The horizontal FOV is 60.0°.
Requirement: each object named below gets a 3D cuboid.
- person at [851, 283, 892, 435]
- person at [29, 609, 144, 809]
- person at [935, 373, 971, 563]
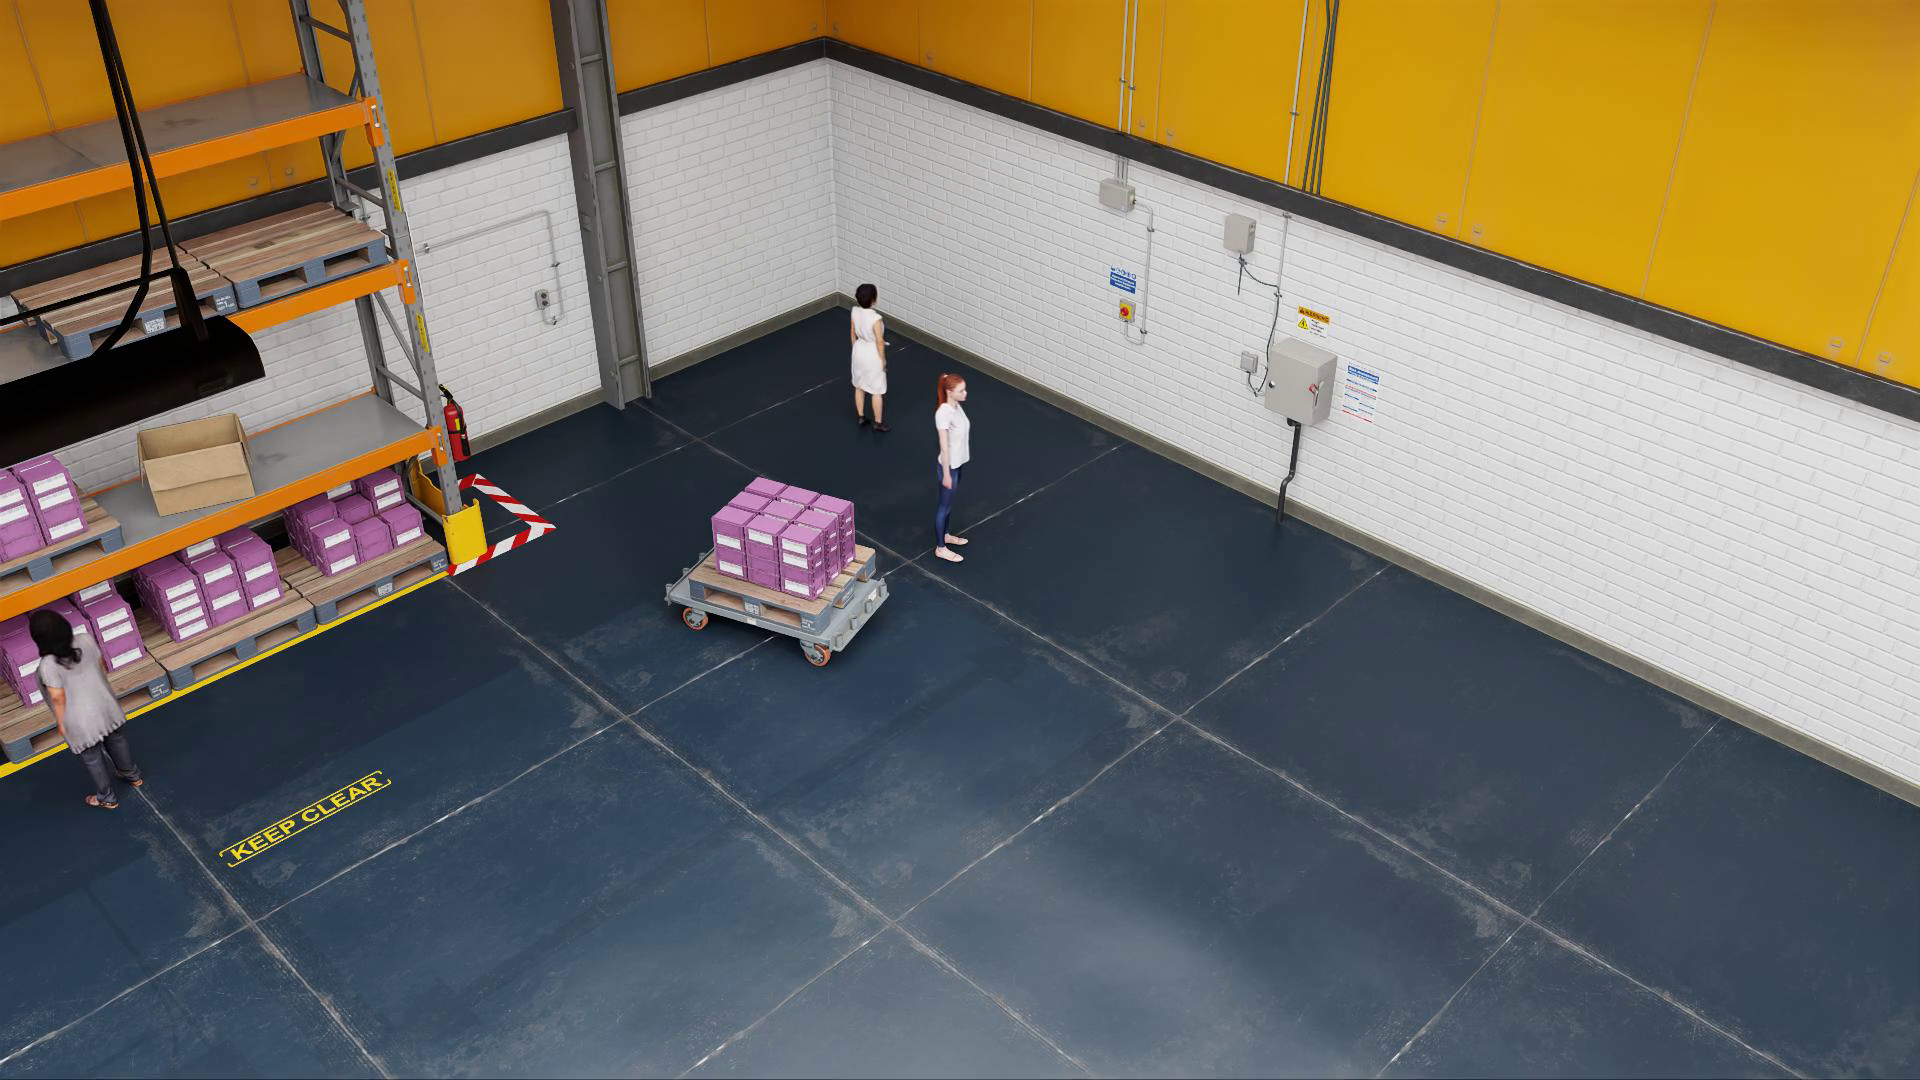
[{"bbox_3d":[-0.882,-1.755,16.059,0.575,1.555,0.542,24,41,32],"label":"person"},{"bbox_3d":[-6.124,1.161,11.624,0.803,1.609,0.722,11,35,16],"label":"person"},{"bbox_3d":[-0.090,-0.645,14.224,0.707,1.738,0.611,7,34,10],"label":"person"}]
